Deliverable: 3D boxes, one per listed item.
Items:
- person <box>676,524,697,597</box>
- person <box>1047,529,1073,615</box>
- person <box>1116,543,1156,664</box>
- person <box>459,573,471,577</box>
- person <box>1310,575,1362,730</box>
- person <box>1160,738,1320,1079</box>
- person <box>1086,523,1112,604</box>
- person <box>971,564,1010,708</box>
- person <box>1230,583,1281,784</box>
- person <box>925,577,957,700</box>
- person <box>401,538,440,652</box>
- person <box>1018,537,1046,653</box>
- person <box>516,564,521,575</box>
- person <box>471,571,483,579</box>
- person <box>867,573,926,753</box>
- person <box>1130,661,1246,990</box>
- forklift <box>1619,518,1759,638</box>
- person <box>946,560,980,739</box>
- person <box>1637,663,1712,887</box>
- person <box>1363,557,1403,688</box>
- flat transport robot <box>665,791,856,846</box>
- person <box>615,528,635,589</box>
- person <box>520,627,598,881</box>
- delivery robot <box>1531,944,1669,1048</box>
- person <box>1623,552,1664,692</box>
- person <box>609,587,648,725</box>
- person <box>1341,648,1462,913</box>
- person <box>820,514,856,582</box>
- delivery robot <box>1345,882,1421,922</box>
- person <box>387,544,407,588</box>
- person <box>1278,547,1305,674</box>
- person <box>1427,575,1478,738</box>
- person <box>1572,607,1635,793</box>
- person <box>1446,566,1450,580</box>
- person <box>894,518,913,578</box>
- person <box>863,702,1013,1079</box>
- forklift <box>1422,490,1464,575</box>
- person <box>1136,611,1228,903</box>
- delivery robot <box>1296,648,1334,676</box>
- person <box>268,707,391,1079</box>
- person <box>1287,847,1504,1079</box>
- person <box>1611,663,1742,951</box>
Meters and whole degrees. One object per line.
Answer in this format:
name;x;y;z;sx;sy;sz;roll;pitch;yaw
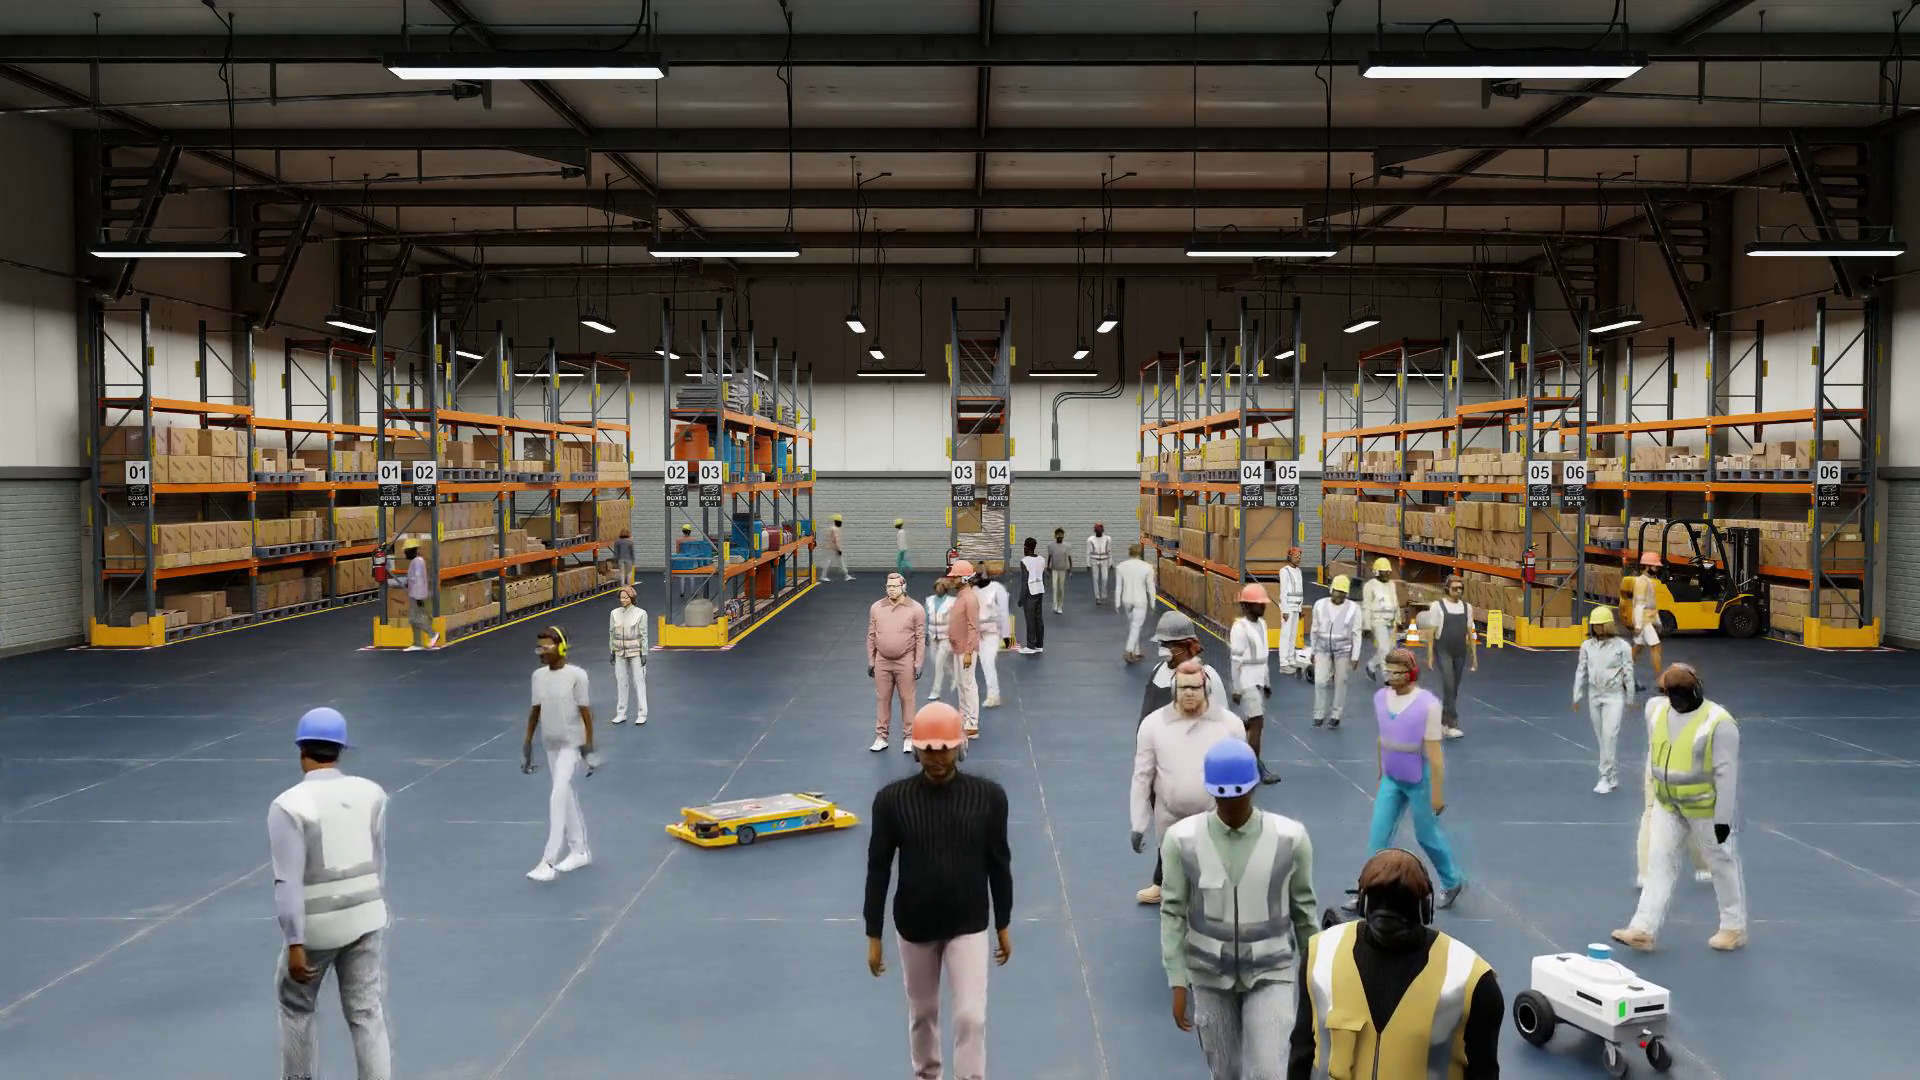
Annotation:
person;-6.637;0.501;39.284;0.523;1.760;0.327;0;2;-4
person;2.115;0.672;34.209;0.560;1.815;0.977;0;2;4
person;2.736;0.988;25.381;0.640;1.906;0.969;1;3;30
person;-11.180;0.514;36.249;0.659;1.968;0.774;0;2;2
person;4.300;1.302;18.586;0.615;1.796;0.751;1;3;27
person;1.103;1.729;6.367;0.616;1.915;0.606;1;2;14
person;3.184;0.550;36.767;0.615;1.856;0.808;0;2;0
person;0.296;1.220;20.486;0.649;1.816;0.631;2;3;44
person;2.741;1.361;15.642;0.778;1.919;0.541;2;3;36
person;-0.208;1.283;21.333;0.528;1.612;0.633;2;3;36
person;-9.070;0.917;27.015;0.517;1.905;0.590;-1;3;-27
person;1.200;0.918;26.814;0.390;1.918;0.587;2;3;39
person;-10.568;0.477;39.131;0.547;1.820;1.001;0;2;-1
person;-11.869;0.466;39.507;0.609;1.829;0.456;0;2;0
person;-0.692;1.304;17.221;0.642;1.909;0.408;1;2;13
person;1.311;1.639;9.344;0.666;1.852;0.989;1;2;15
forklift;13.417;0.684;29.791;2.313;2.155;1.214;0;2;0
person;0.037;1.224;18.140;0.382;1.995;0.612;-1;2;-16
person;5.170;1.676;11.590;0.804;1.594;0.521;-1;2;-24
person;5.884;1.142;22.489;0.607;1.809;0.727;-2;3;-36
flat transport robot;-1.634;2.286;13.308;1.431;0.197;0.652;-2;3;-37
person;-8.451;0.509;40.838;0.522;1.603;0.715;0;2;1
person;-2.999;1.554;11.819;0.559;1.832;0.883;1;3;29
delivery robot;3.247;2.303;8.206;0.477;0.478;0.707;-1;2;-20
person;9.461;1.121;21.955;0.892;1.903;0.548;1;3;25
person;-3.920;1.366;19.145;0.514;1.631;0.318;1;2;20
person;3.044;1.617;10.919;0.886;1.801;0.653;-1;3;-31
person;-3.420;0.227;44.776;1.012;1.872;0.610;0;2;-1
delivery robot;2.573;2.112;9.788;0.335;0.223;0.698;0;2;-12
person;-10.944;0.858;31.551;0.542;1.654;0.866;0;2;-4
person;4.957;1.041;24.130;0.358;1.885;0.572;2;3;36
person;5.565;1.311;18.052;0.541;1.822;0.759;-1;2;-15
person;5.945;1.482;14.998;0.748;1.712;0.507;-2;3;-41
person;13.316;0.182;43.820;0.395;2.038;0.615;1;3;30
person;-1.635;0.254;45.567;0.467;1.746;0.554;0;2;0
person;-0.093;1.685;6.941;0.655;1.956;0.881;0;2;0
forklift;13.926;-0.371;47.846;1.873;2.768;1.129;0;2;0
person;1.448;1.509;10.936;0.536;2.000;0.688;-1;3;-31
delivery robot;5.123;1.709;23.154;0.477;0.478;0.707;-1;2;-17
person;-2.795;1.706;7.167;0.836;1.893;0.633;2;3;35
person;1.270;1.830;4.790;0.625;1.845;0.429;1;3;27
person;4.465;1.655;9.975;0.995;1.773;0.662;-1;3;-27
